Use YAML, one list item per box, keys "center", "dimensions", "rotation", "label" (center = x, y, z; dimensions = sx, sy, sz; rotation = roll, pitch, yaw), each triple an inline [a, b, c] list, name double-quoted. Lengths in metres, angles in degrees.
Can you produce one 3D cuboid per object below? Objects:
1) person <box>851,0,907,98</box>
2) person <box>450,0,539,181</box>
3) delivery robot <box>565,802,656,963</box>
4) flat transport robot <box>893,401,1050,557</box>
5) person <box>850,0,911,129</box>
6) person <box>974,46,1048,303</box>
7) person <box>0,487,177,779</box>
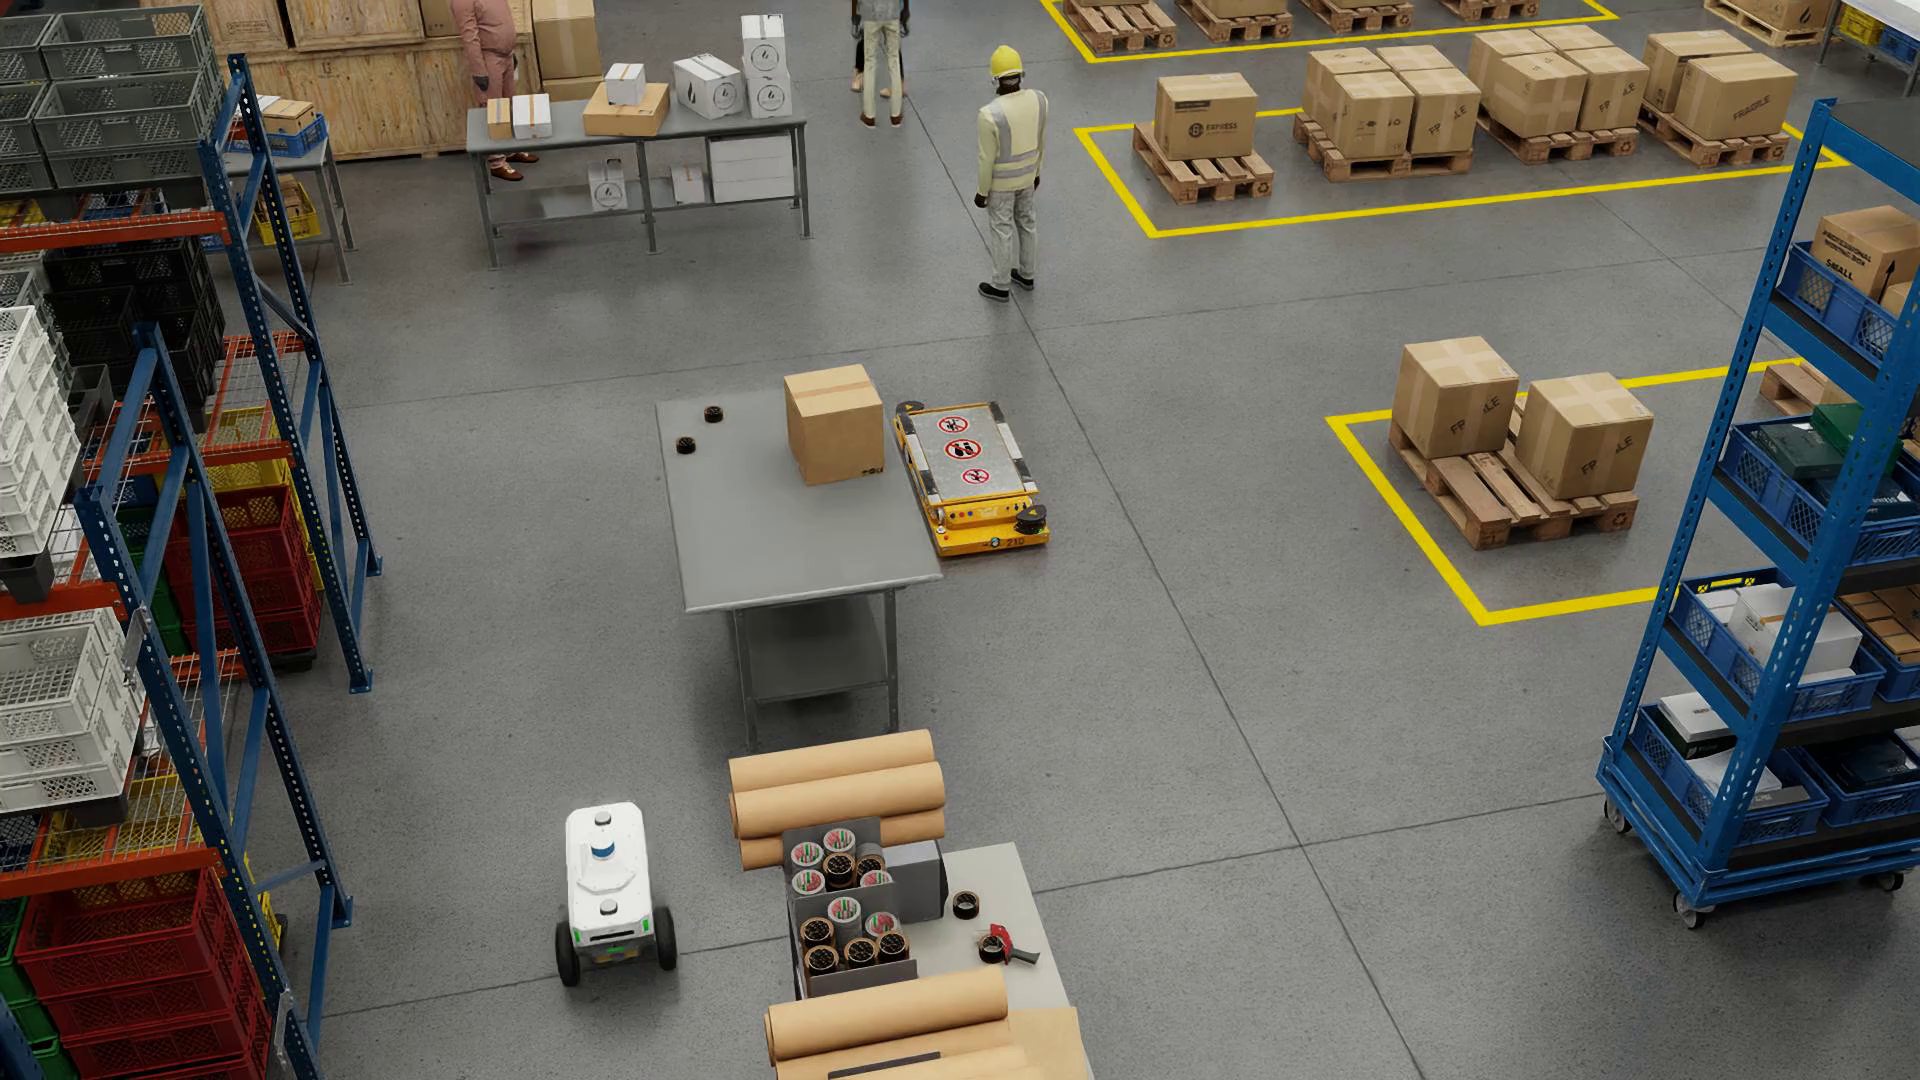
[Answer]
- center: [-0.713, -4.796, 14.810]
  dimensions: [0.594, 1.679, 0.343]
  rotation: [22, 42, 26]
  label: "person"
- center: [-3.742, -3.870, 13.372]
  dimensions: [0.407, 1.908, 0.641]
  rotation: [6, 37, 8]
  label: "person"
- center: [-1.529, 1.470, 7.239]
  dimensions: [0.477, 0.478, 0.707]
  rotation: [-7, 37, -10]
  label: "delivery robot"
- center: [0.046, -0.430, 10.108]
  dimensions: [0.652, 0.197, 1.431]
  rotation: [-8, 37, -10]
  label: "flat transport robot"
- center: [-0.689, -4.444, 14.179]
  dimensions: [0.531, 1.865, 0.329]
  rotation: [-7, 37, -9]
  label: "person"
- center: [0.334, -2.552, 11.669]
  dimensions: [0.591, 1.823, 0.404]
  rotation: [-26, 44, -31]
  label: "person"
- center: [-4.067, 0.420, 7.625]
  dimensions: [0.573, 1.883, 0.355]
  rotation: [-22, 42, -26]
  label: "person"
